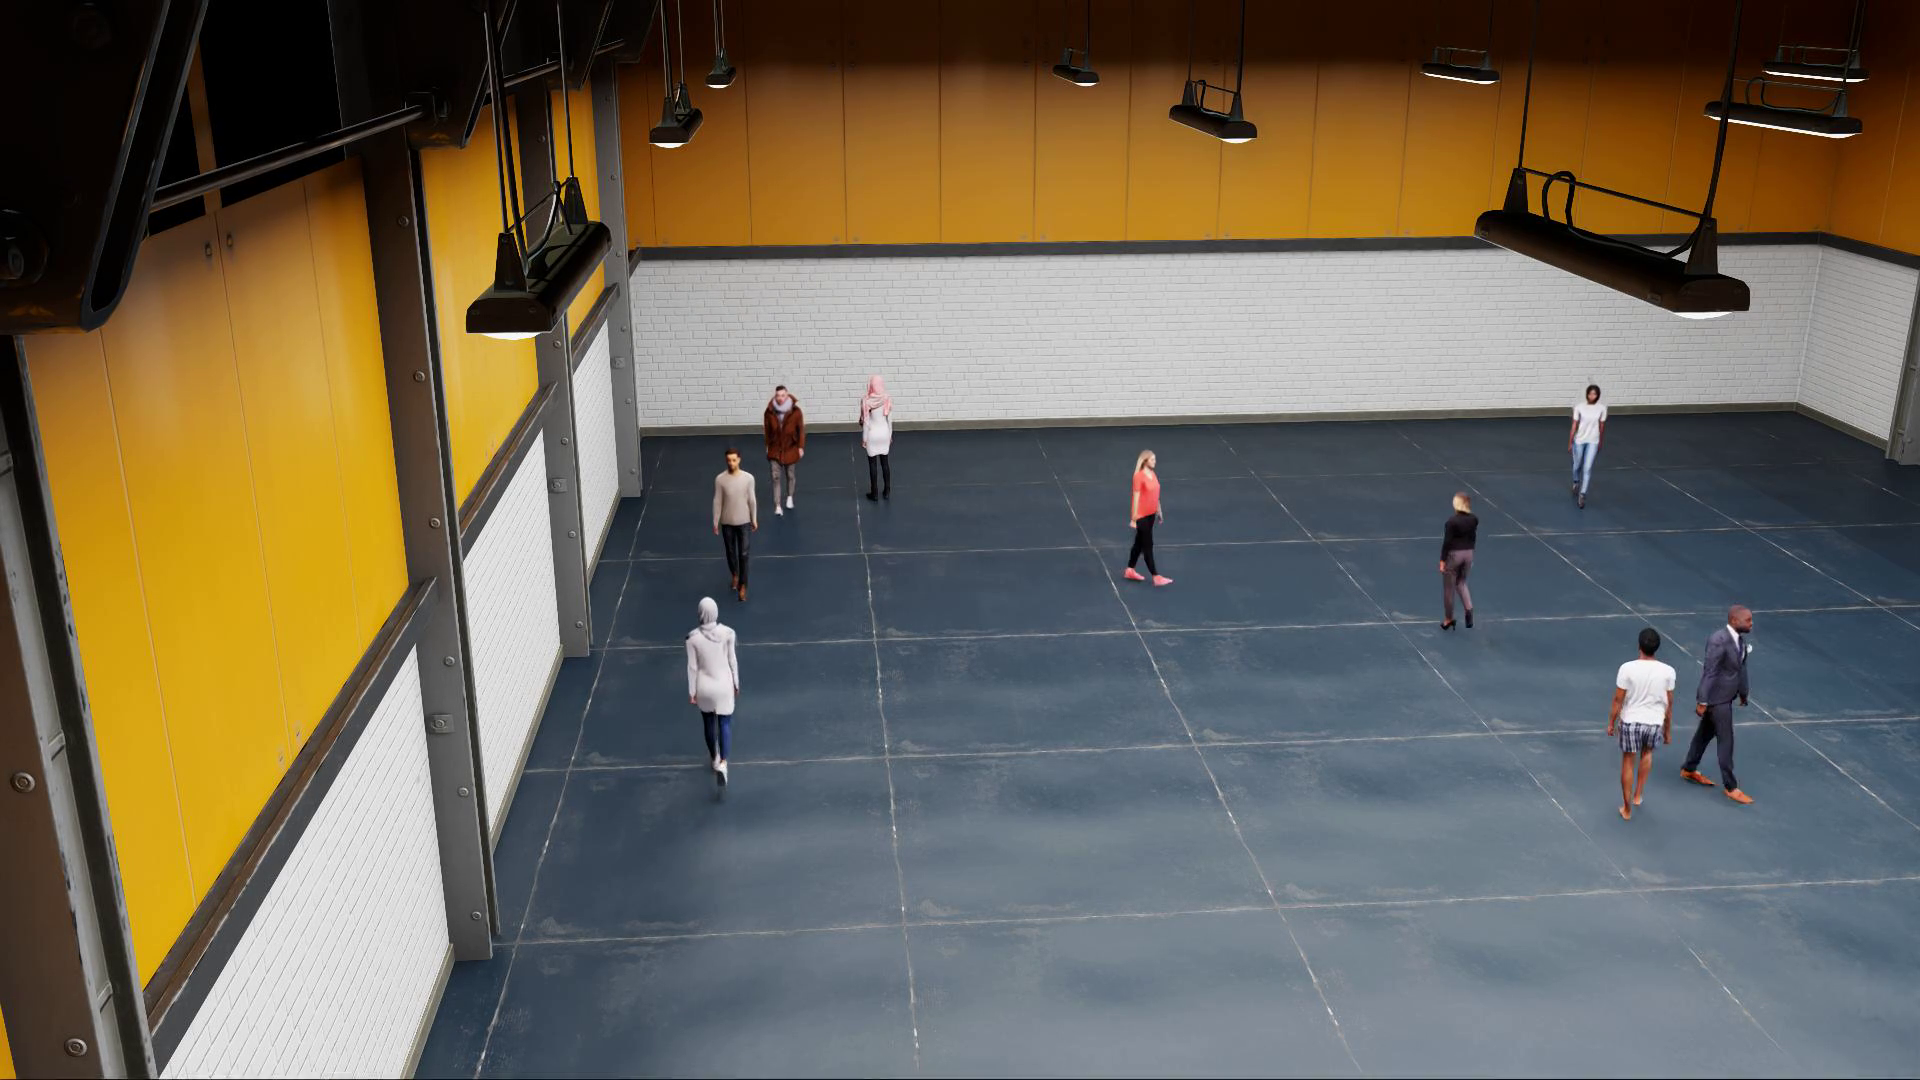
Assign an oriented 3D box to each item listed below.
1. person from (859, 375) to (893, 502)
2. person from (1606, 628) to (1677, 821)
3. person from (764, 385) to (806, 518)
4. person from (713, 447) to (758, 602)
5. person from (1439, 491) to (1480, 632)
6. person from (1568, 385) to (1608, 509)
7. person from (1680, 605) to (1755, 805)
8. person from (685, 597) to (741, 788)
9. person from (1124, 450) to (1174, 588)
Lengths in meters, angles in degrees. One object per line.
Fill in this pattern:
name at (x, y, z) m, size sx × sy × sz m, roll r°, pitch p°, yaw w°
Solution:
person at (-1.180, -1.460, 23.620) m, size 0.713 × 1.803 × 0.707 m, roll -9°, pitch 21°, yaw -25°
person at (5.963, 1.647, 14.532) m, size 0.772 × 1.714 × 0.792 m, roll 4°, pitch 19°, yaw 12°
person at (-2.427, -1.243, 23.003) m, size 0.736 × 1.786 × 1.098 m, roll -1°, pitch 19°, yaw -3°
person at (-2.688, -0.214, 19.903) m, size 0.712 × 1.814 × 1.158 m, roll -1°, pitch 19°, yaw -2°
person at (5.647, 0.280, 18.674) m, size 0.739 × 1.662 × 0.807 m, roll -9°, pitch 21°, yaw -25°
person at (8.834, -1.355, 23.497) m, size 0.916 × 1.682 × 1.201 m, roll 7°, pitch 20°, yaw 19°
person at (6.798, 1.416, 15.088) m, size 1.033 × 1.798 × 1.125 m, roll -17°, pitch 25°, yaw -41°
person at (-2.238, 1.401, 15.200) m, size 0.620 × 1.754 × 1.031 m, roll -2°, pitch 19°, yaw -7°
person at (2.178, -0.282, 20.332) m, size 1.005 × 1.669 × 0.991 m, roll 12°, pitch 22°, yaw 32°
